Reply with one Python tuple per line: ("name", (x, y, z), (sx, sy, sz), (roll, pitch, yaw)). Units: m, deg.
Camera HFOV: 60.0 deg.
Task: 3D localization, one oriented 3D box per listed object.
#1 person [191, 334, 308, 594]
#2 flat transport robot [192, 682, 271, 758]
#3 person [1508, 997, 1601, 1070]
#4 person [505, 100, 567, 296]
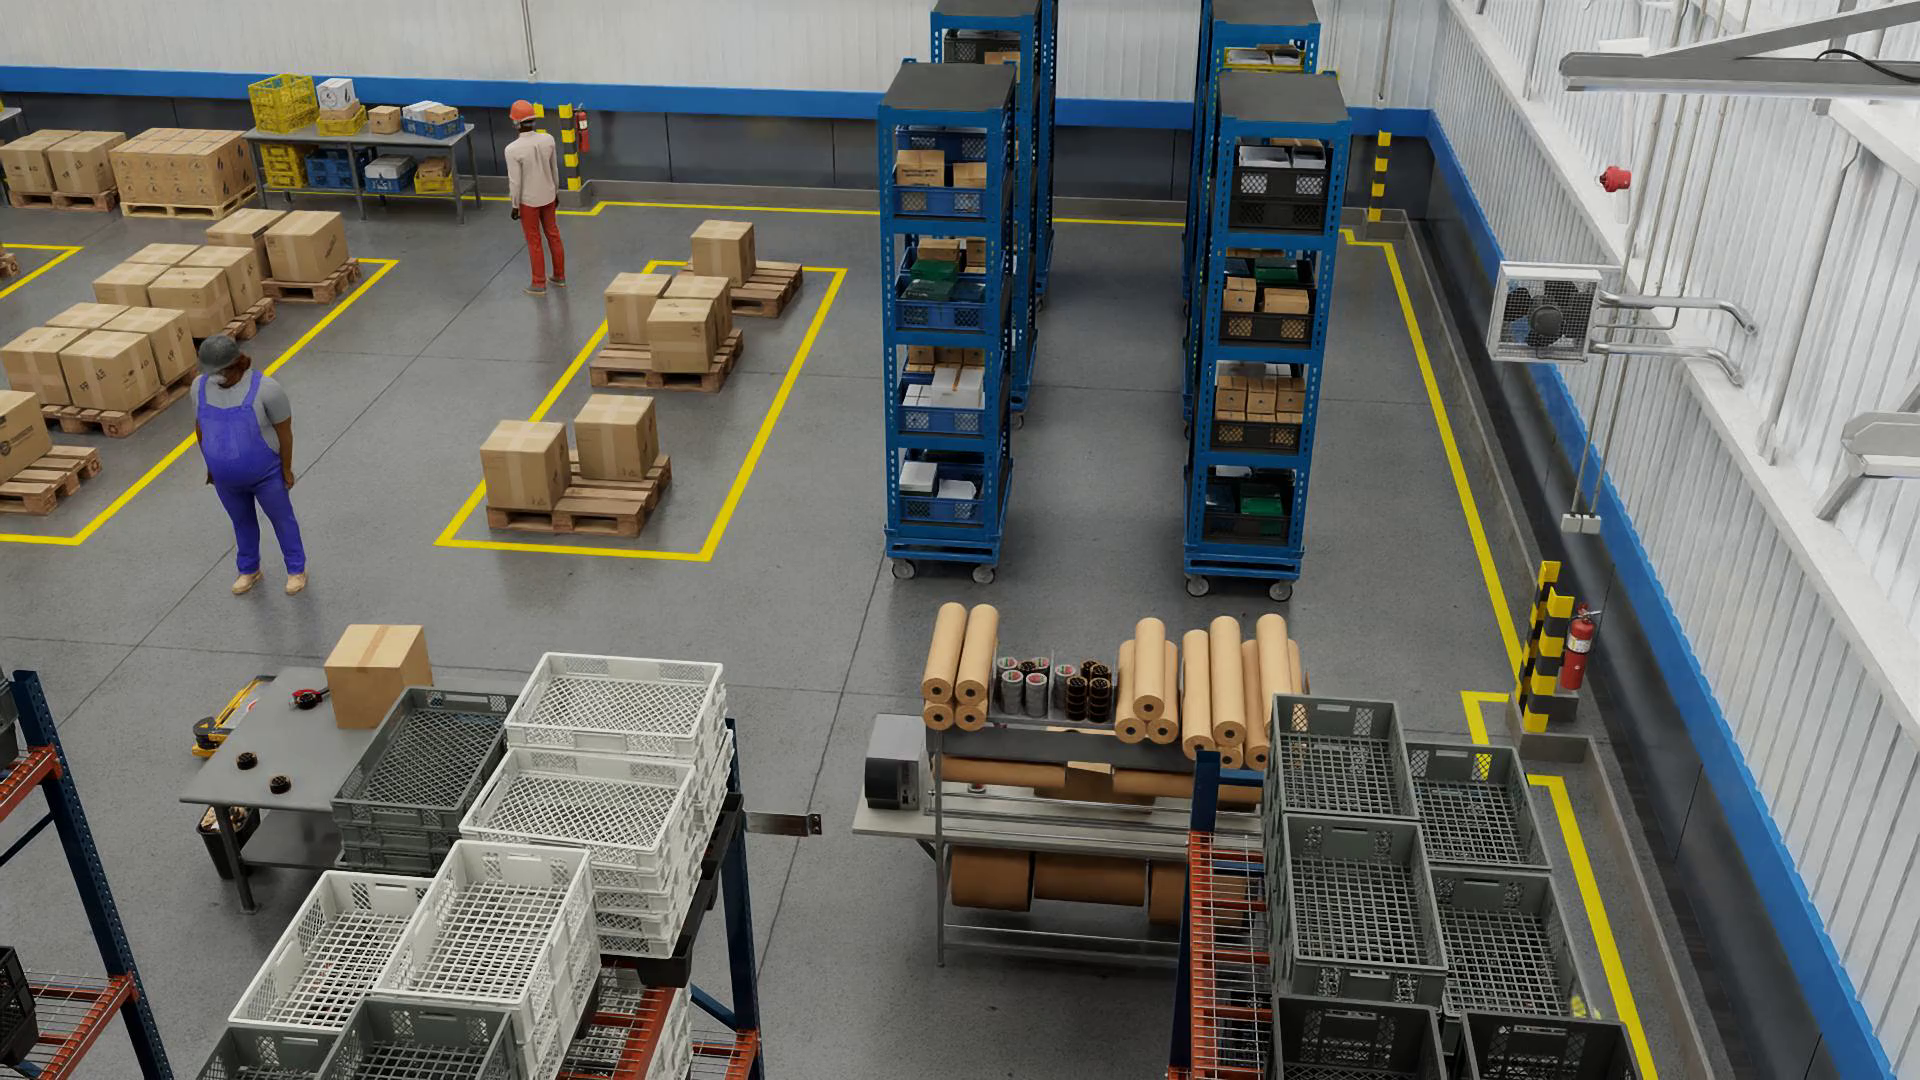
("person", (-5.077, -0.527, 11.820), (0.673, 2.000, 0.536), (1, 30, 2))
("flat transport robot", (-4.089, 1.163, 10.648), (1.431, 0.197, 0.652), (3, 30, 6))
("person", (2.386, 2.586, 6.793), (0.533, 1.698, 0.974), (13, 33, 21))
("person", (-4.331, -3.483, 16.943), (0.377, 1.994, 0.610), (21, 36, 32))
